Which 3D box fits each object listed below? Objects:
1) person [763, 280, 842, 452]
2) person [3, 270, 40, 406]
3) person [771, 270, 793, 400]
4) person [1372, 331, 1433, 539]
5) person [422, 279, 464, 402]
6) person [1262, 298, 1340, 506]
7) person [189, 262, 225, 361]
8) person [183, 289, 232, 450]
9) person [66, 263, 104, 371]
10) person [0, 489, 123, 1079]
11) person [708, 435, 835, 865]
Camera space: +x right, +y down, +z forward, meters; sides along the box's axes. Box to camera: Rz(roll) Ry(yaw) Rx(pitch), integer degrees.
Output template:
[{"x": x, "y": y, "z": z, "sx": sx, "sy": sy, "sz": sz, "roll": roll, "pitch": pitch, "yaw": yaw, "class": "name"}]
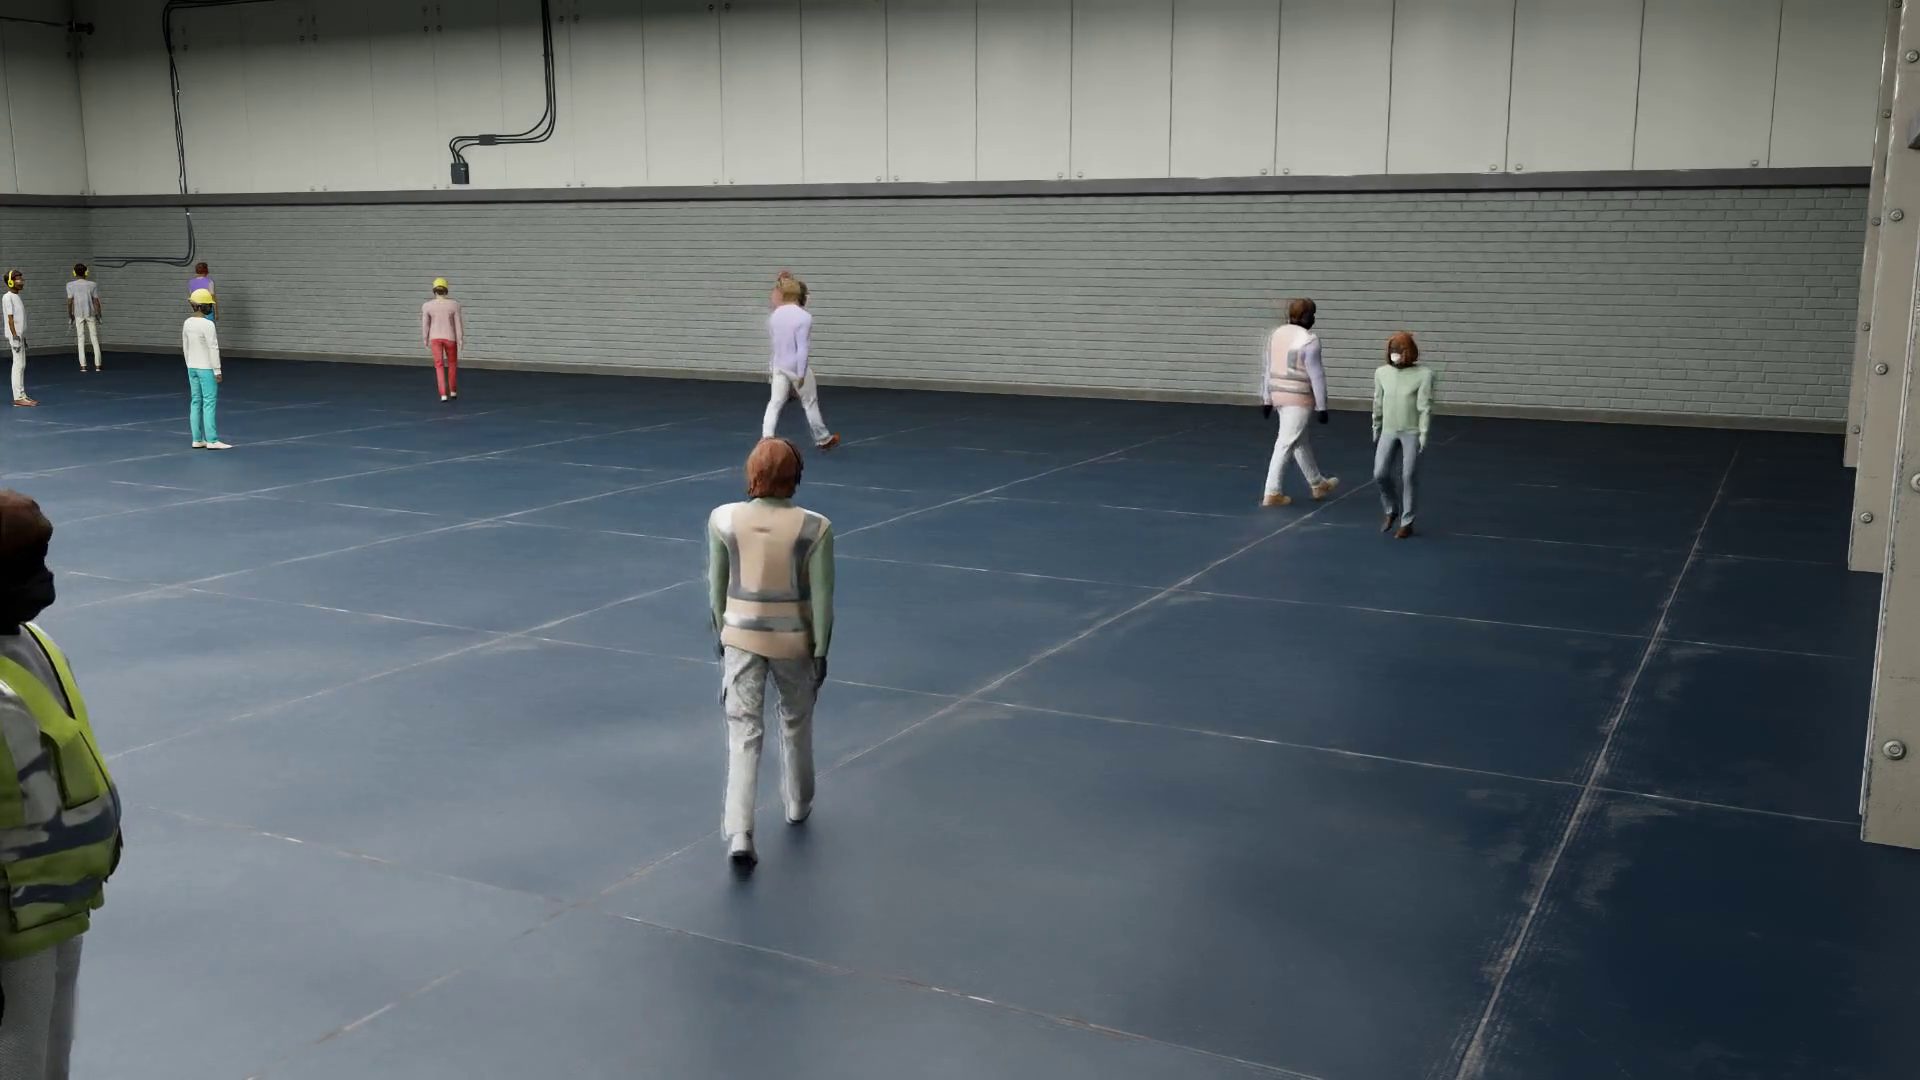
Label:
[{"x": -1.743, "y": -1.824, "z": 17.765, "sx": 0.633, "sy": 1.875, "sz": 1.071, "roll": 9, "pitch": 14, "yaw": 40, "class": "person"}, {"x": -13.004, "y": -2.785, "z": 22.995, "sx": 0.328, "sy": 1.872, "sz": 0.515, "roll": -4, "pitch": 11, "yaw": -19, "class": "person"}, {"x": -2.466, "y": -2.877, "z": 23.540, "sx": 0.395, "sy": 1.864, "sz": 0.730, "roll": 0, "pitch": 10, "yaw": -1, "class": "person"}, {"x": 3.415, "y": -0.809, "z": 12.903, "sx": 0.518, "sy": 1.617, "sz": 0.351, "roll": 8, "pitch": 13, "yaw": 36, "class": "person"}, {"x": -7.377, "y": -2.855, "z": 23.746, "sx": 0.551, "sy": 1.721, "sz": 0.868, "roll": -3, "pitch": 11, "yaw": -15, "class": "person"}, {"x": 3.034, "y": -1.203, "z": 14.542, "sx": 0.936, "sy": 1.801, "sz": 0.657, "roll": -4, "pitch": 11, "yaw": -22, "class": "person"}, {"x": -14.077, "y": -4.241, "z": 30.991, "sx": 0.566, "sy": 1.849, "sz": 0.387, "roll": 4, "pitch": 11, "yaw": 18, "class": "person"}, {"x": -8.311, "y": -1.876, "z": 18.323, "sx": 0.531, "sy": 1.767, "sz": 0.328, "roll": 7, "pitch": 12, "yaw": 32, "class": "person"}, {"x": -15.197, "y": -3.862, "z": 28.884, "sx": 0.533, "sy": 1.864, "sz": 0.310, "roll": -6, "pitch": 12, "yaw": -28, "class": "person"}, {"x": -2.007, "y": 0.800, "z": 3.540, "sx": 0.429, "sy": 1.839, "sz": 0.645, "roll": -3, "pitch": 11, "yaw": -14, "class": "person"}, {"x": -0.729, "y": 0.404, "z": 6.346, "sx": 0.508, "sy": 1.602, "sz": 0.859, "roll": 1, "pitch": 10, "yaw": 3, "class": "person"}]
